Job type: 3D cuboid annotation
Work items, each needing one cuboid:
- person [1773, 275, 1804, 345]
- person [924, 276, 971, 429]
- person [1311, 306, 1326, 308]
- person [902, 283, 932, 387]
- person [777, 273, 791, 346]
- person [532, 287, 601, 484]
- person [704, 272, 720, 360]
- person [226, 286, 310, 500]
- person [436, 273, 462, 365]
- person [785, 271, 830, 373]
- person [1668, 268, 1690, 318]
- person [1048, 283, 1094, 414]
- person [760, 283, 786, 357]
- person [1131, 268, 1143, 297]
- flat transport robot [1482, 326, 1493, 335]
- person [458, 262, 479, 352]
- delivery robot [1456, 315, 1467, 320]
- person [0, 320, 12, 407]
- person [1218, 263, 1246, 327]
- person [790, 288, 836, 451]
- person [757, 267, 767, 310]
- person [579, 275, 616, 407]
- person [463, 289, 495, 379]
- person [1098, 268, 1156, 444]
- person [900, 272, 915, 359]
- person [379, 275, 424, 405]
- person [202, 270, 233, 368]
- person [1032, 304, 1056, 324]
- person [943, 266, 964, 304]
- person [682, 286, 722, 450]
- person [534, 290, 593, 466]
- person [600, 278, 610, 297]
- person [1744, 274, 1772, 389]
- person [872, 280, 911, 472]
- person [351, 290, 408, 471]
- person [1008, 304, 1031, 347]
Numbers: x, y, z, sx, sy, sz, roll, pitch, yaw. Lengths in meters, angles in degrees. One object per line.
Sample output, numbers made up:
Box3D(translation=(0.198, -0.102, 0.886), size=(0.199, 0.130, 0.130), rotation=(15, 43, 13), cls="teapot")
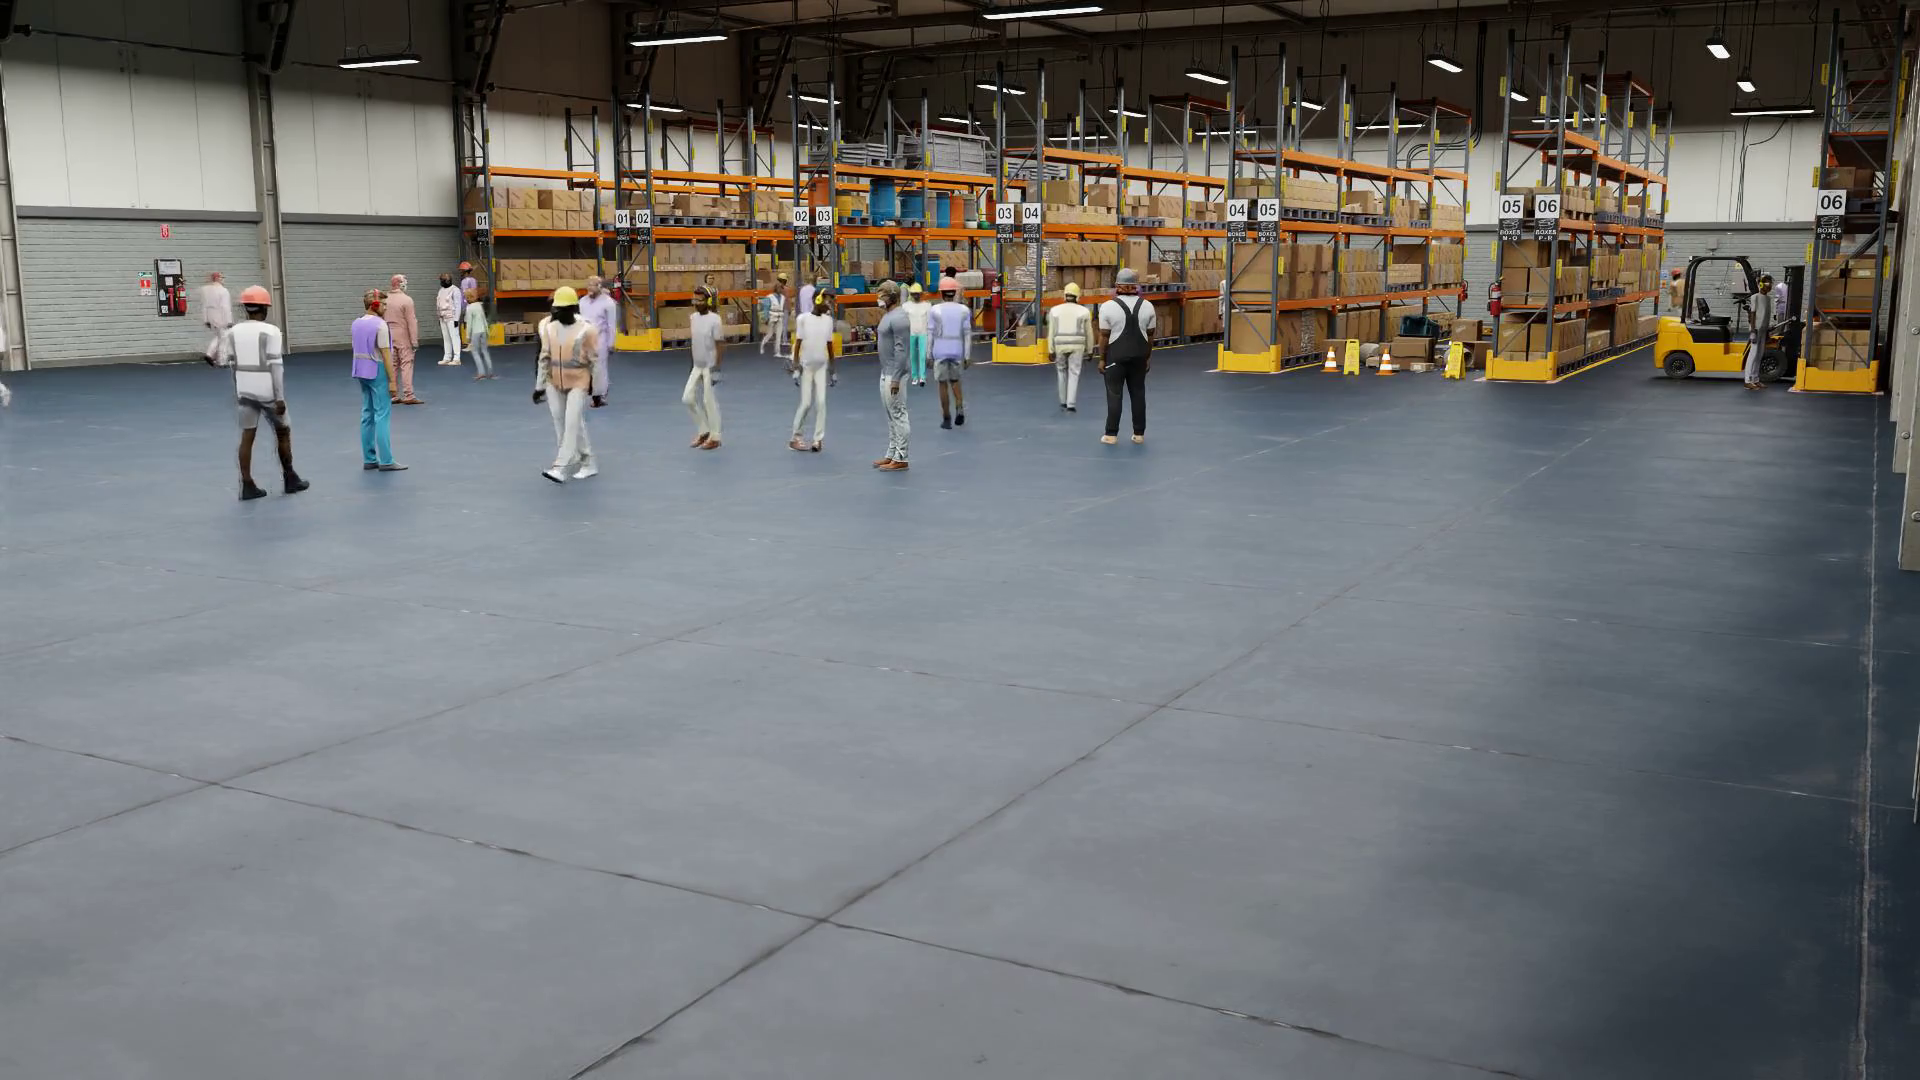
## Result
Box3D(translation=(18.395, -5.081, 36.963), size=(0.580, 1.918, 0.401), rotation=(5, 11, 26), cls="person")
Box3D(translation=(-0.164, -2.354, 20.965), size=(0.549, 1.922, 0.400), rotation=(-3, 10, -19), cls="person")
Box3D(translation=(9.320, -6.065, 43.361), size=(0.487, 1.702, 0.864), rotation=(5, 11, 28), cls="person")
Box3D(translation=(-0.729, -3.429, 27.868), size=(0.543, 1.713, 0.916), rotation=(0, 10, 3), cls="person")
Box3D(translation=(-4.299, -5.589, 40.367), size=(0.524, 1.769, 0.309), rotation=(9, 13, 42), cls="person")
Box3D(translation=(-3.797, -1.478, 15.974), size=(0.593, 1.879, 0.971), rotation=(5, 11, 26), cls="person")
Box3D(translation=(-5.238, -4.671, 34.760), size=(0.507, 1.847, 0.351), rotation=(-9, 14, -44), cls="person")
Box3D(translation=(-6.308, -1.344, 15.103), size=(0.575, 1.898, 0.867), rotation=(2, 10, 12), cls="person")
Box3D(translation=(-10.228, -4.409, 33.253), size=(0.619, 1.838, 0.430), rotation=(8, 12, 38), cls="person")
Box3D(translation=(-2.801, -4.036, 30.856), size=(0.889, 1.913, 0.644), rotation=(-6, 11, -32), cls="person")
Box3D(translation=(18.640, -6.088, 43.024), size=(0.608, 1.873, 0.987), rotation=(-2, 10, -13), cls="person")
Box3D(translation=(1.565, -2.670, 23.194), size=(0.618, 1.790, 0.876), rotation=(3, 10, 15), cls="person")
Box3D(translation=(-4.049, -4.774, 36.044), size=(0.543, 1.607, 0.656), rotation=(-8, 13, -40), cls="person")
Box3D(translation=(3.533, -4.666, 34.527), size=(0.551, 1.924, 0.534), rotation=(8, 12, 38), cls="person")
Box3D(translation=(14.536, -5.775, 45.822), size=(0.652, 0.197, 1.431), rotation=(4, 11, 23), cls="flat transport robot")
Box3D(translation=(-11.192, -5.292, 37.812), size=(0.378, 2.045, 0.605), rotation=(1, 10, 5), cls="person")
Box3D(translation=(13.661, -5.940, 45.685), size=(0.707, 0.478, 0.477), rotation=(-2, 10, -10), cls="delivery robot")
Box3D(translation=(-13.553, -2.696, 23.177), size=(0.587, 1.862, 0.787), rotation=(1, 10, 8), cls="person")
Box3D(translation=(5.754, -4.832, 35.160), size=(0.606, 2.035, 0.403), rotation=(5, 11, 29), cls="person")
Box3D(translation=(-1.627, -1.893, 18.588), size=(0.579, 1.829, 0.499), rotation=(-7, 12, -35), cls="person")
Box3D(translation=(-5.304, -6.405, 44.801), size=(0.572, 1.883, 0.356), rotation=(5, 11, 29), cls="person")
Box3D(translation=(-5.286, -2.881, 24.118), size=(0.667, 1.895, 0.428), rotation=(5, 11, 27), cls="person")
Box3D(translation=(-8.524, -3.643, 29.431), size=(0.402, 1.604, 0.632), rotation=(3, 10, 15), cls="person")
Box3D(translation=(1.901, -2.142, 19.378), size=(0.682, 2.000, 0.537), rotation=(-3, 10, -16), cls="person")
Box3D(translation=(-1.087, -4.754, 35.255), size=(0.429, 1.845, 0.621), rotation=(2, 10, 10), cls="person")
Box3D(translation=(-8.211, -2.942, 24.466), size=(0.651, 1.904, 0.402), rotation=(5, 11, 26), cls="person")
Box3D(translation=(-14.371, -4.272, 32.288), size=(0.661, 1.897, 0.442), rotation=(5, 11, 27), cls="person")
Box3D(translation=(1.933, -5.197, 37.606), size=(0.632, 1.931, 0.374), rotation=(0, 10, -1), cls="person")
Box3D(translation=(-0.176, -4.620, 34.108), size=(0.368, 1.966, 0.602), rotation=(7, 12, 36), cls="person")
Box3D(translation=(-2.890, -1.920, 18.654), size=(0.548, 1.845, 0.465), rotation=(8, 13, 40), cls="person")
Box3D(translation=(-4.076, -1.649, 17.115), size=(0.654, 1.827, 0.446), rotation=(3, 10, 16), cls="person")
Box3D(translation=(-9.194, -5.900, 42.605), size=(0.494, 1.624, 0.279), rotation=(-1, 10, -6), cls="person")
Box3D(translation=(13.148, -3.413, 27.309), size=(0.512, 1.876, 0.329), rotation=(-7, 12, -36), cls="person")
Box3D(translation=(-0.683, -1.664, 16.883), size=(0.372, 1.939, 0.631), rotation=(-2, 10, -14), cls="person")
Box3D(translation=(-5.937, -1.612, 16.870), size=(0.564, 1.837, 0.388), rotation=(7, 12, 36), cls="person")
Box3D(translation=(1.418, -5.383, 39.662), size=(0.500, 1.590, 0.858), rotation=(9, 13, 41), cls="person")
